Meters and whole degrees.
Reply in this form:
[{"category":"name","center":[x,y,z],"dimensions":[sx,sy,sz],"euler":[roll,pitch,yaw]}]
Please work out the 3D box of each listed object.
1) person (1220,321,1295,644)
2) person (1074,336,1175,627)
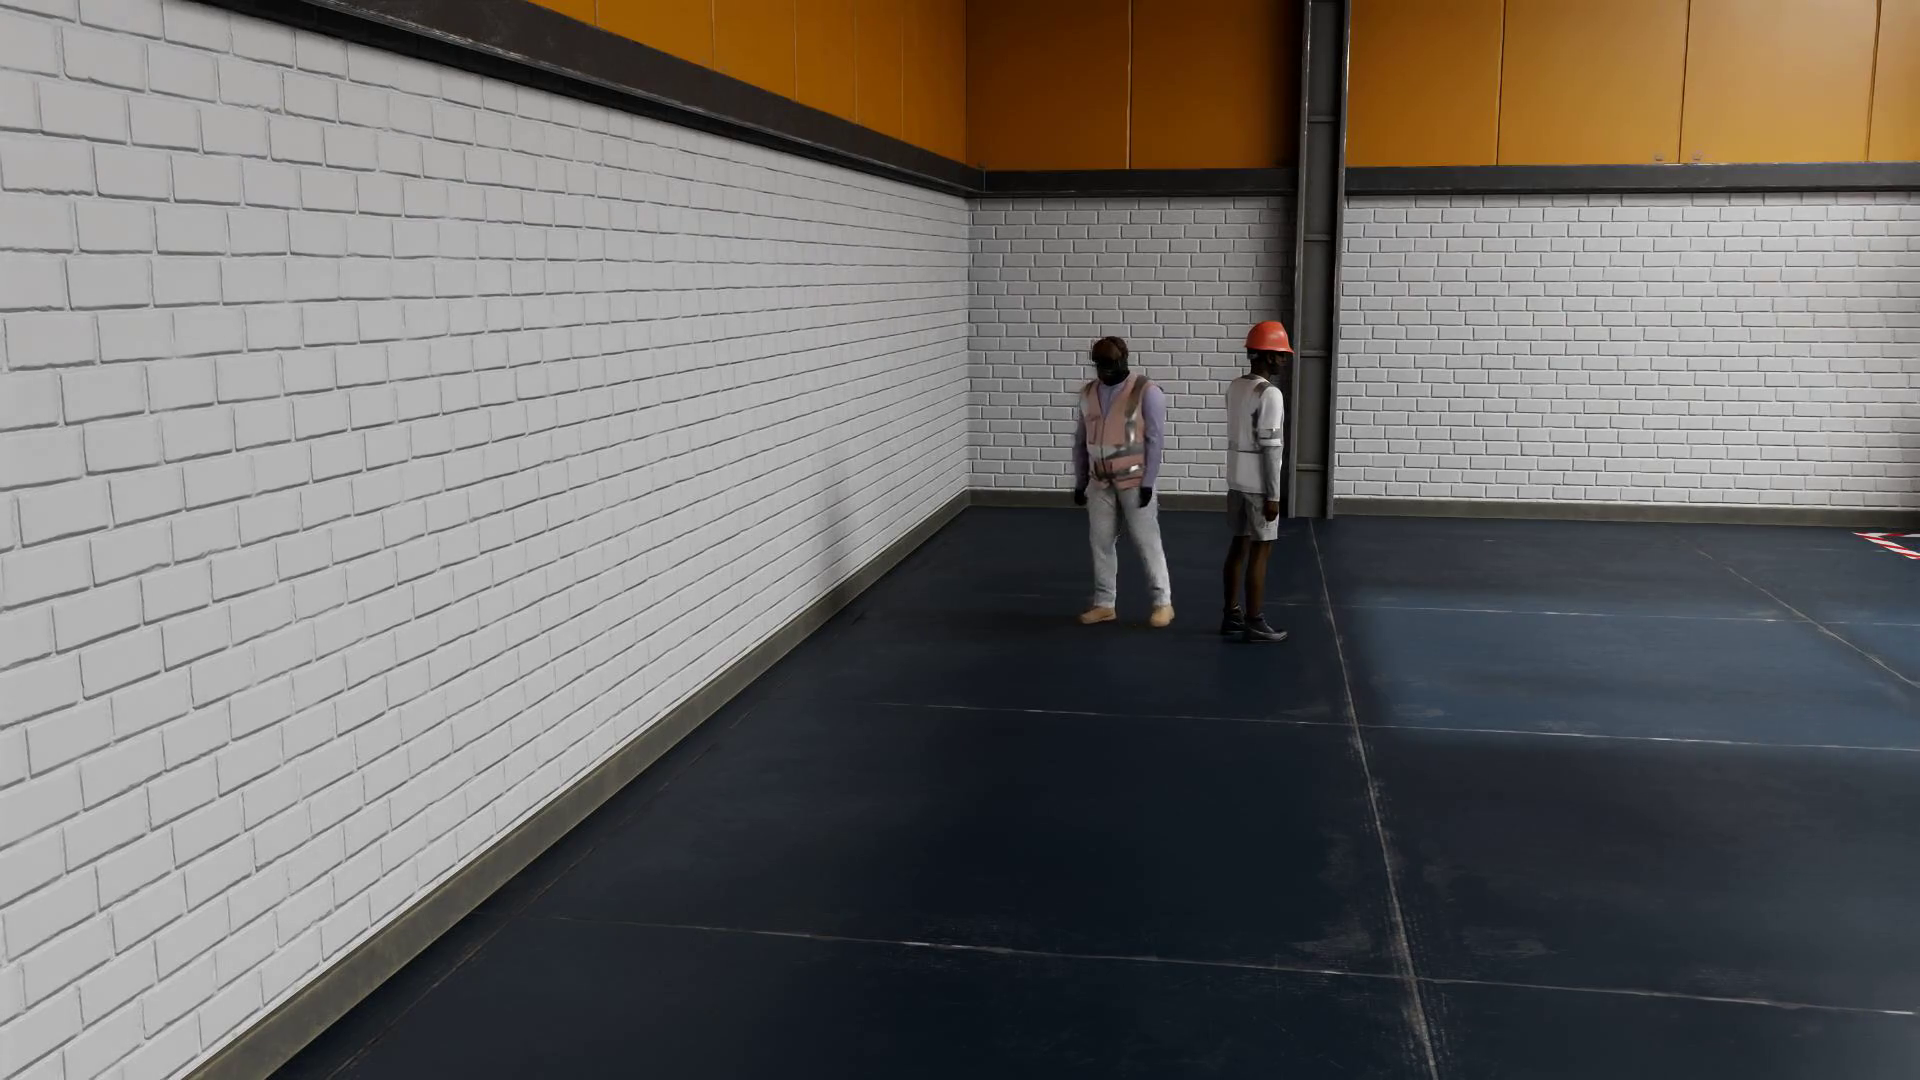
[{"category":"person","center":[1.792,-0.339,9.952],"dimensions":[0.378,1.930,0.538],"euler":[-3,10,-20]},{"category":"person","center":[1.022,-0.361,10.412],"dimensions":[0.718,1.824,0.503],"euler":[8,12,40]}]
